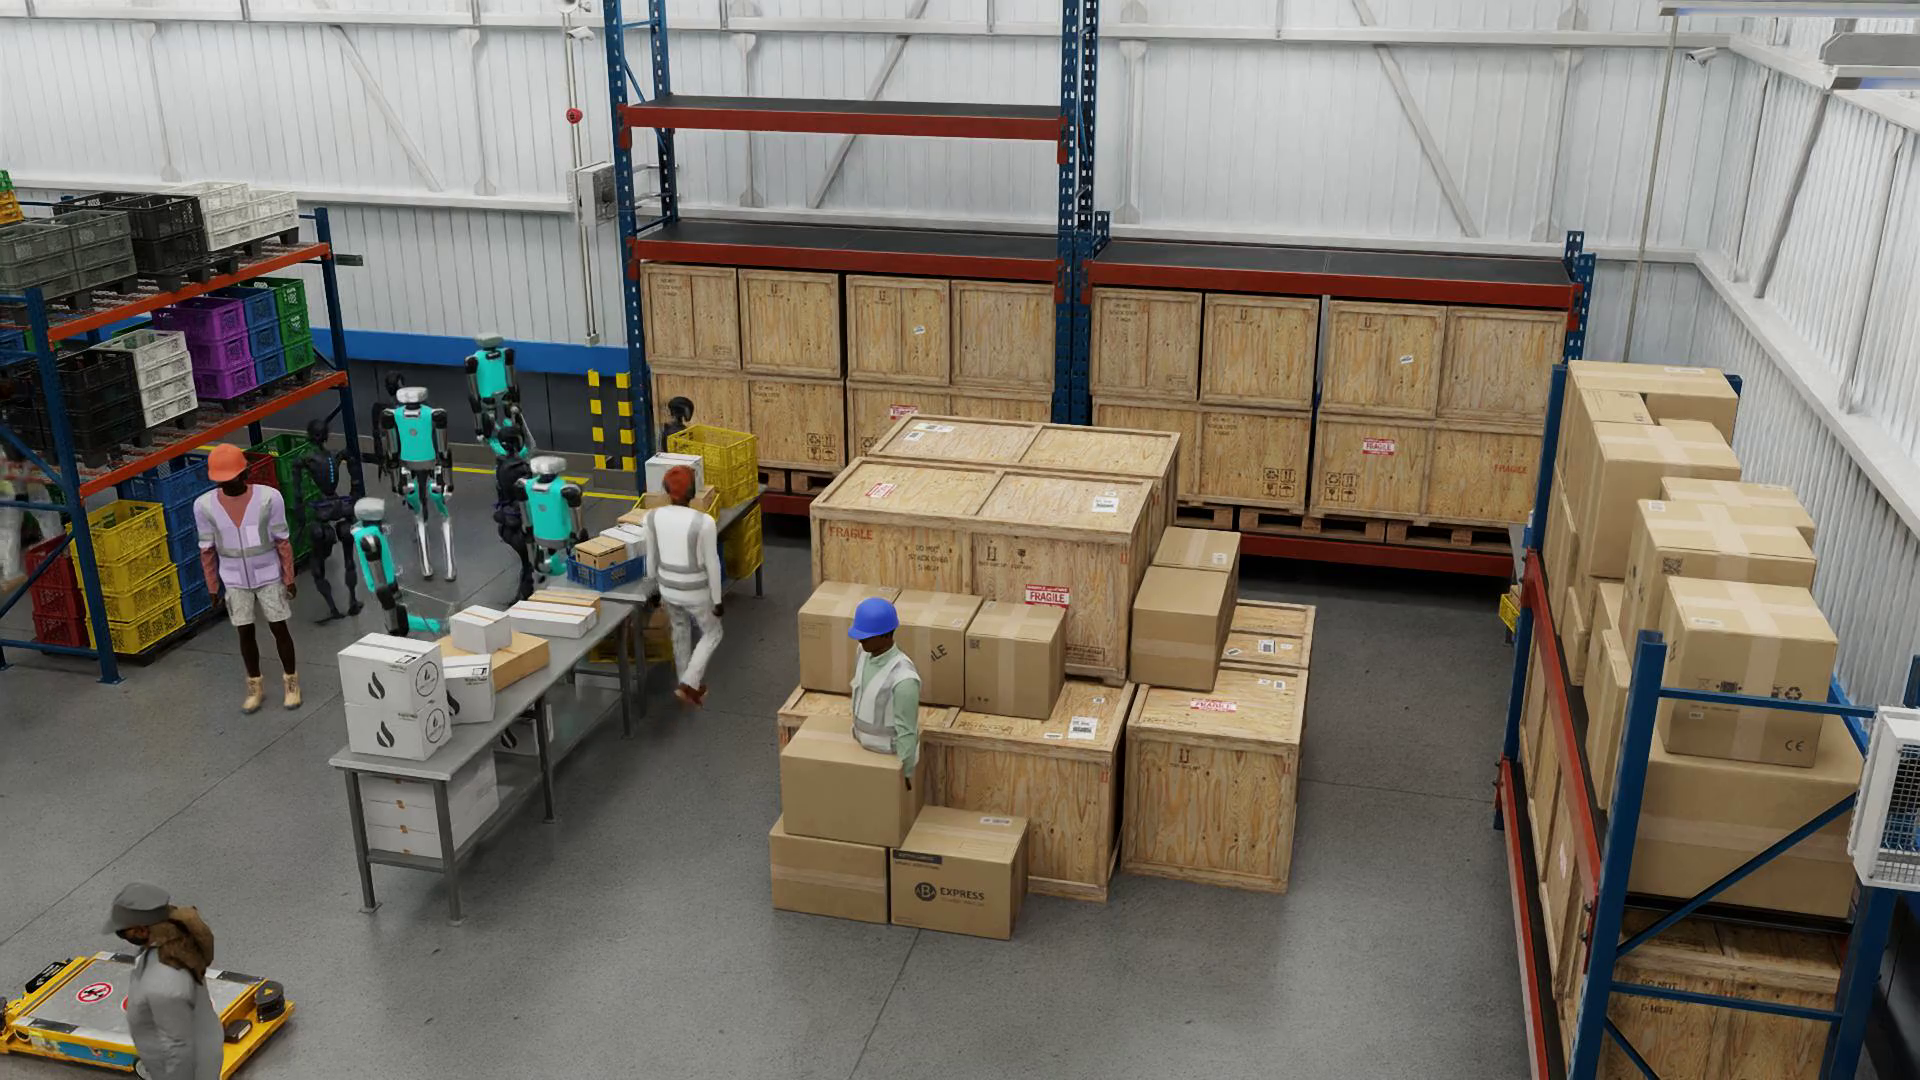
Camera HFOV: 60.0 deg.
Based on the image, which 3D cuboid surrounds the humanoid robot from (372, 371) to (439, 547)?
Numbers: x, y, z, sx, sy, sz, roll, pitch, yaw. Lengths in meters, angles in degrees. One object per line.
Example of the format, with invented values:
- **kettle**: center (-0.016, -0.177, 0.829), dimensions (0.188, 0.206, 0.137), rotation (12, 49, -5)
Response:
- **humanoid robot**: center (-5.015, -0.751, 15.112), dimensions (0.588, 1.621, 0.839), rotation (-2, 21, -5)

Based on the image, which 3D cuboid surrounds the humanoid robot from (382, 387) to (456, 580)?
- **humanoid robot**: center (-4.582, -0.528, 14.298), dimensions (0.541, 1.746, 0.687), rotation (-2, 21, -6)

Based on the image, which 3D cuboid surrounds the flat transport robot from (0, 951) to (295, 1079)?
- **flat transport robot**: center (-4.270, 2.464, 8.601), dimensions (1.431, 0.231, 0.659), rotation (5, 22, 13)

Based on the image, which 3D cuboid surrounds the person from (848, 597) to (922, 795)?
- **person**: center (-0.440, 1.216, 9.531), dimensions (0.412, 1.939, 0.602), rotation (-11, 24, -27)

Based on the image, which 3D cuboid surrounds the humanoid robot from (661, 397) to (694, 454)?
- **humanoid robot**: center (-2.419, -0.448, 14.247), dimensions (0.351, 1.641, 0.614), rotation (-5, 22, -14)

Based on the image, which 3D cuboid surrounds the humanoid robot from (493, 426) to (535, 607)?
- **humanoid robot**: center (-3.537, -0.127, 13.393), dimensions (0.343, 1.647, 0.616), rotation (-18, 27, -38)

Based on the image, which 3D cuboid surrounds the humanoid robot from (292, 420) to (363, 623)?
- **humanoid robot**: center (-5.084, -0.151, 13.465), dimensions (0.445, 1.640, 0.610), rotation (18, 27, 39)

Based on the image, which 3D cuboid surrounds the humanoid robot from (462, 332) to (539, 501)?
- **humanoid robot**: center (-4.261, -1.015, 15.747), dimensions (0.704, 1.861, 0.550), rotation (16, 26, 37)

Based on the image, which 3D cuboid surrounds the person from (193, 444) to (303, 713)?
- **person**: center (-5.065, 0.279, 11.861), dimensions (0.609, 2.031, 0.410), rotation (-5, 21, -12)

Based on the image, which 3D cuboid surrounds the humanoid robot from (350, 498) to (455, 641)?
- **humanoid robot**: center (-3.848, 0.511, 11.654), dimensions (1.026, 1.732, 0.553), rotation (-9, 23, -21)

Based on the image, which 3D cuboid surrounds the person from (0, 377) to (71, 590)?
- **person**: center (-7.982, -0.500, 14.228), dimensions (0.635, 1.791, 0.798), rotation (15, 25, 34)

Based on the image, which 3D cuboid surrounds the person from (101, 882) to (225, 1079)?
- **person**: center (-3.323, 2.228, 7.123), dimensions (0.407, 1.761, 0.564), rotation (-8, 22, -21)

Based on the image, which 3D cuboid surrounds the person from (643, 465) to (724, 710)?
- **person**: center (-1.958, 0.363, 11.841), dimensions (0.600, 1.865, 0.457), rotation (7, 22, 18)

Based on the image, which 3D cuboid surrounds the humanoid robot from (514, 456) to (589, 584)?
- **humanoid robot**: center (-2.962, 0.118, 12.711), dimensions (0.534, 1.749, 1.013), rotation (6, 22, 16)
